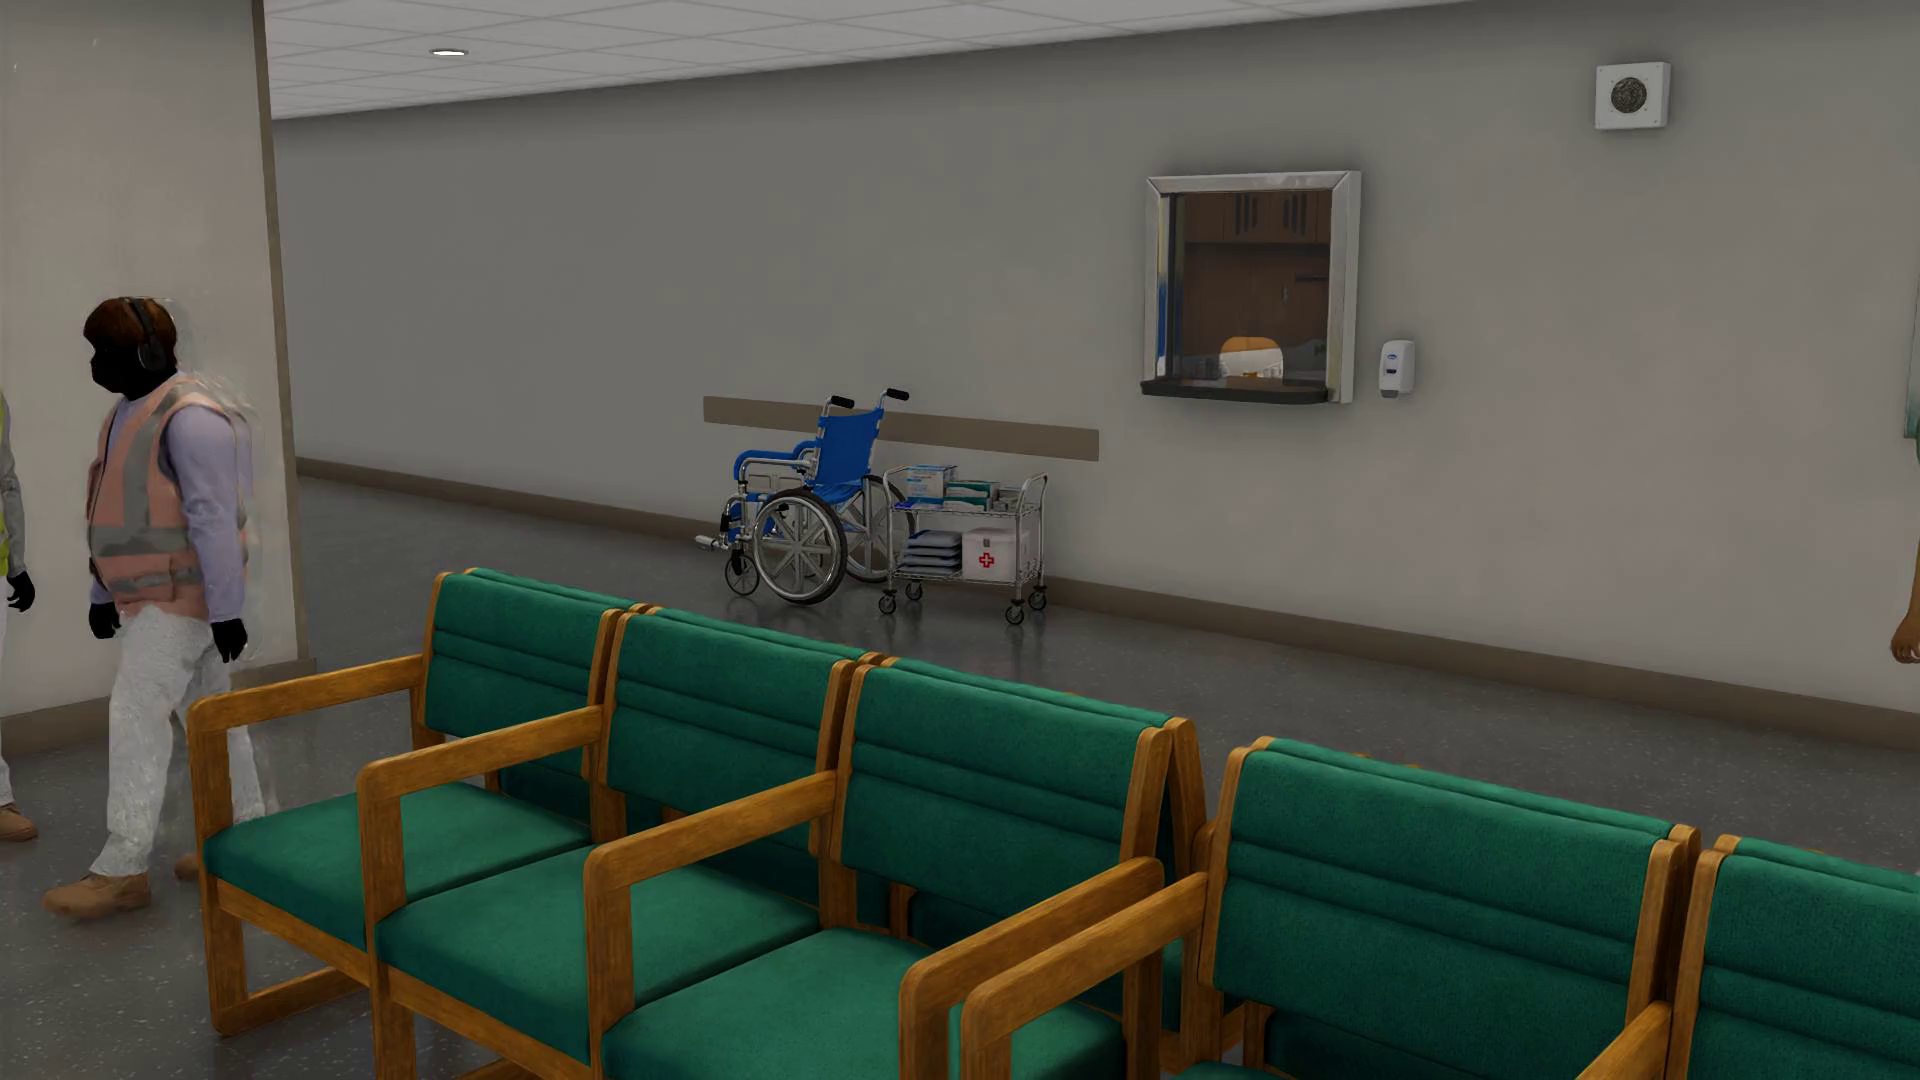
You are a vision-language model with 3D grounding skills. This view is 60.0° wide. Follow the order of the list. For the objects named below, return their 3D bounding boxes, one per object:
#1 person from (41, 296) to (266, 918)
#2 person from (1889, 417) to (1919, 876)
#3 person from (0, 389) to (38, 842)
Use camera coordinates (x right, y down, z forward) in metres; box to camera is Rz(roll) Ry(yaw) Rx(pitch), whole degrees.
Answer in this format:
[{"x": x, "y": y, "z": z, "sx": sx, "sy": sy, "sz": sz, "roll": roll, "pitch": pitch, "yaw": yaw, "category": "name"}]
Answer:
[{"x": -2.483, "y": 0.193, "z": 4.957, "sx": 0.814, "sy": 1.809, "sz": 0.666, "roll": -8, "pitch": 13, "yaw": -40, "category": "person"}, {"x": 3.009, "y": 0.198, "z": 4.863, "sx": 0.565, "sy": 1.838, "sz": 0.387, "roll": -3, "pitch": 10, "yaw": -16, "category": "person"}, {"x": -3.298, "y": 0.115, "z": 5.340, "sx": 0.429, "sy": 1.840, "sz": 0.621, "roll": 7, "pitch": 12, "yaw": 35, "category": "person"}]
